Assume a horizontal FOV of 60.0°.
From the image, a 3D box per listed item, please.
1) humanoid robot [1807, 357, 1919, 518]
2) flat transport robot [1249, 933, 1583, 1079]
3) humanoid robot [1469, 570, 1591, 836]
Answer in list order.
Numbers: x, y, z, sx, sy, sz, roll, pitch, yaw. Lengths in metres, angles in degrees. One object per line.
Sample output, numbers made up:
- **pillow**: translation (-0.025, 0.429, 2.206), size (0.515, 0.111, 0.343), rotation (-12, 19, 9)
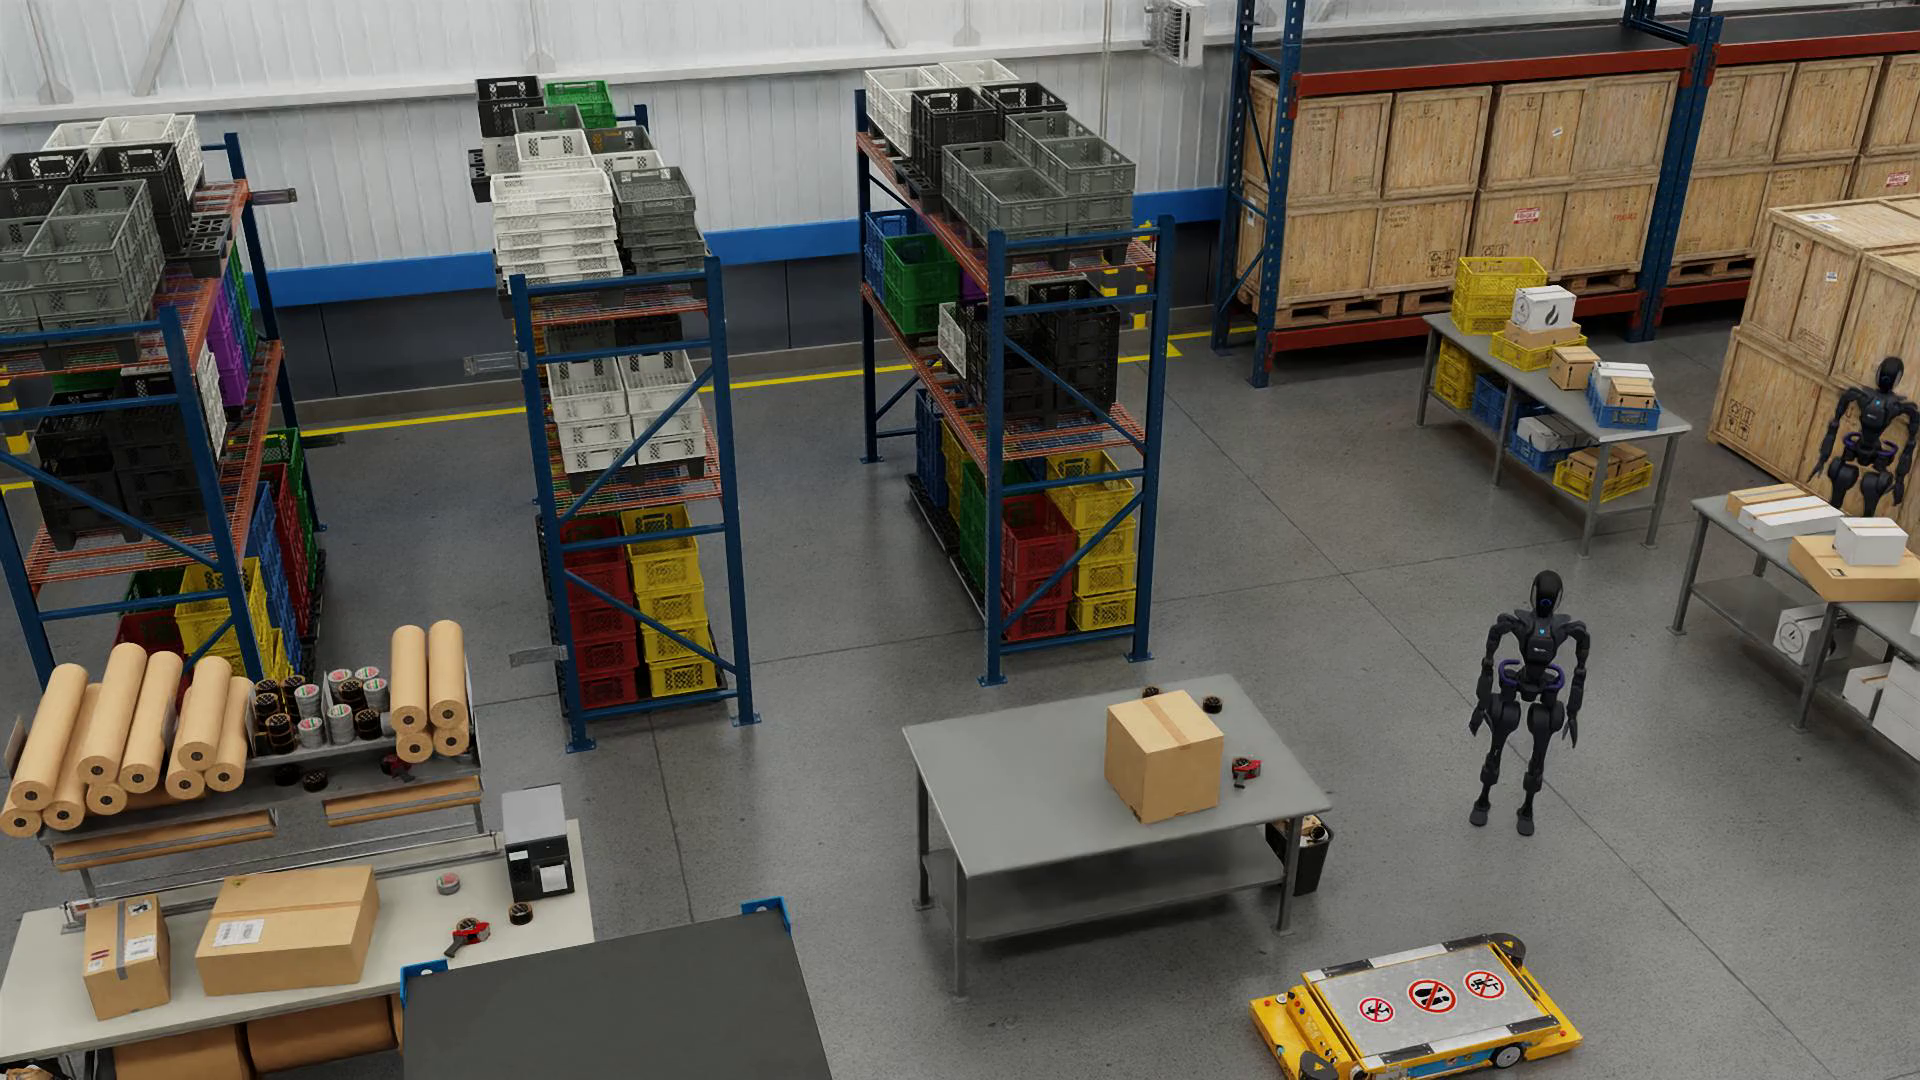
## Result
- **humanoid robot**: translation (6.301, -0.507, 11.618), size (0.339, 1.651, 0.599), rotation (-26, 38, -38)
- **flat transport robot**: translation (2.184, 2.282, 7.980), size (1.431, 0.197, 0.652), rotation (-8, 30, -14)
- **humanoid robot**: translation (3.097, 0.894, 9.072), size (0.568, 1.651, 0.342), rotation (7, 30, 12)
